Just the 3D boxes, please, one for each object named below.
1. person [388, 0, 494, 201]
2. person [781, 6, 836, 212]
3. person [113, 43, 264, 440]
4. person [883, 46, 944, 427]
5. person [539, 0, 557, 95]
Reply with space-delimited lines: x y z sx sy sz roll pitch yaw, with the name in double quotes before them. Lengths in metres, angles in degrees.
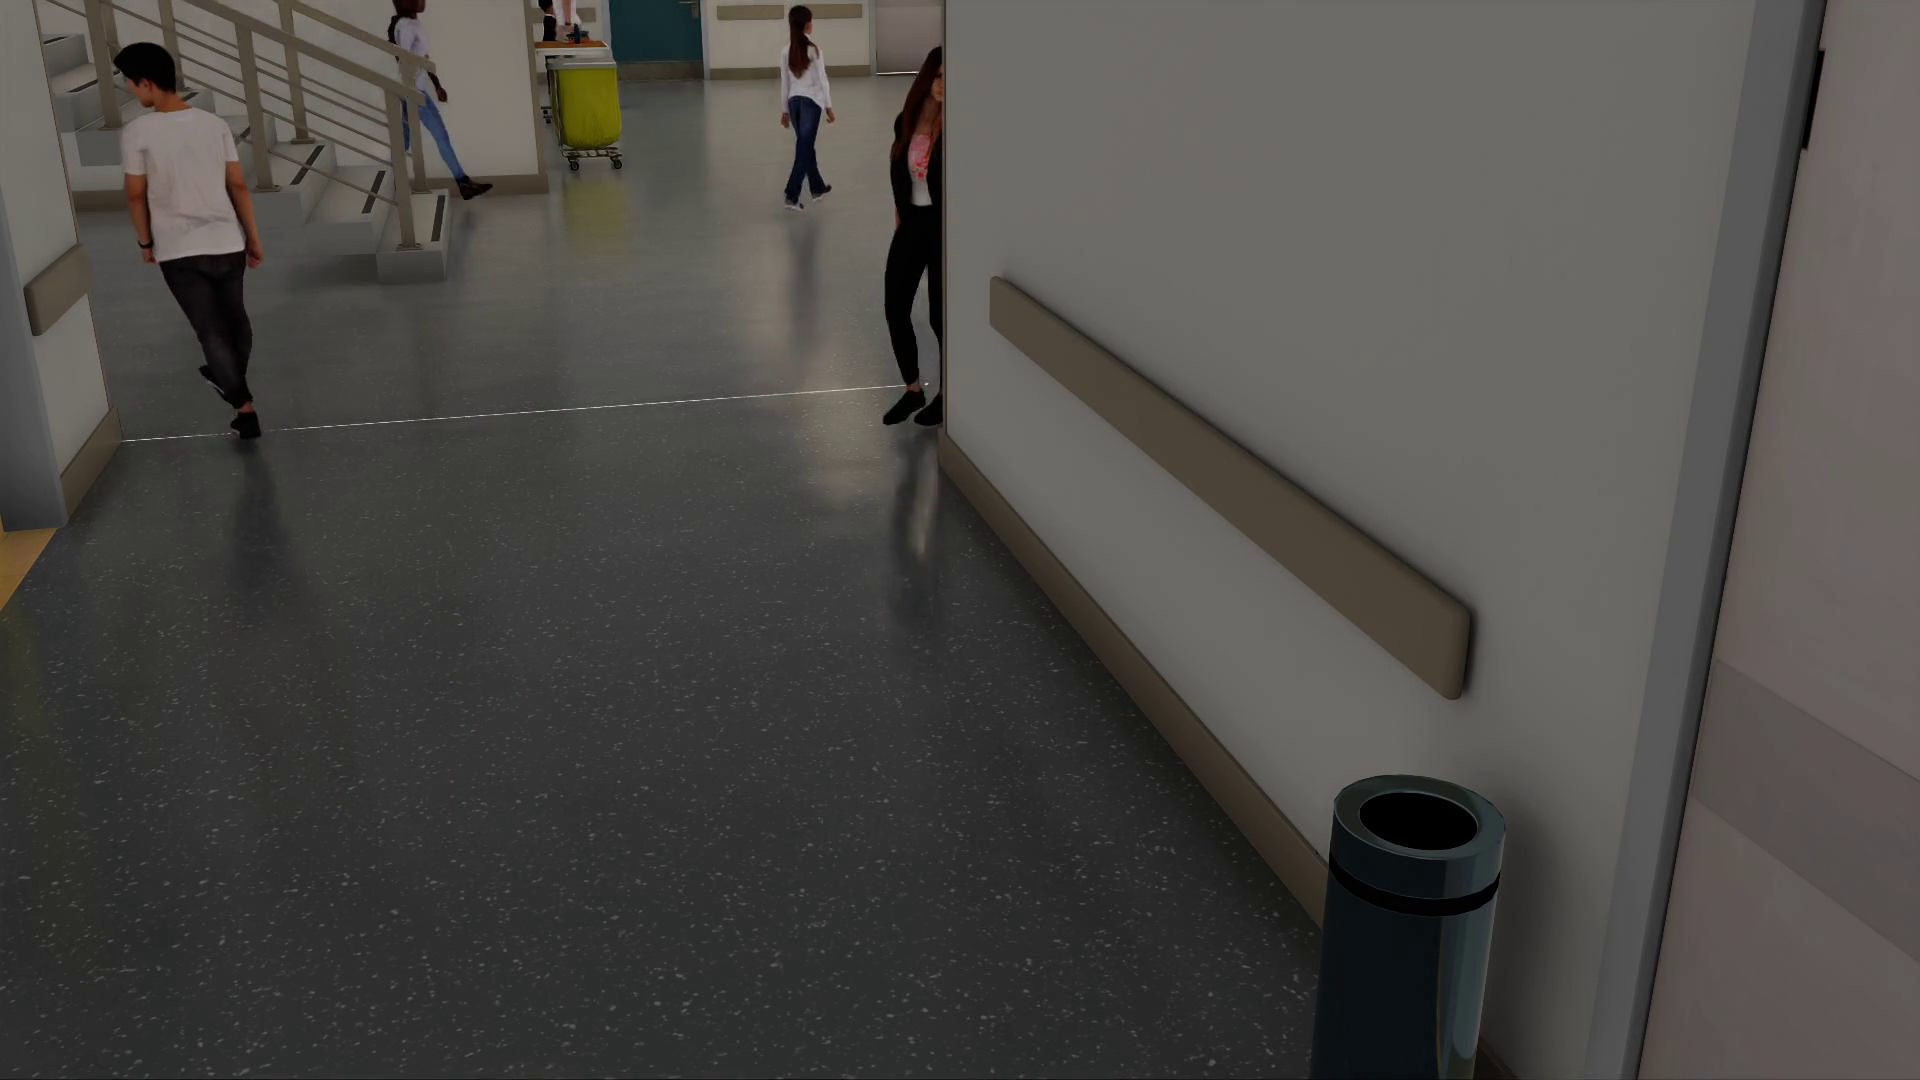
"person" -4.376 -3.478 13.092 1.044 1.685 0.568 -6 21 -14
"person" -1.232 -3.270 12.784 1.043 1.514 1.029 9 23 22
"person" -3.266 -1.242 7.173 1.084 1.665 1.052 -18 27 -39
"person" -0.050 -1.336 7.444 0.784 1.679 0.834 15 26 35
"person" -5.247 -6.374 21.386 0.565 1.226 0.560 -13 24 -31
